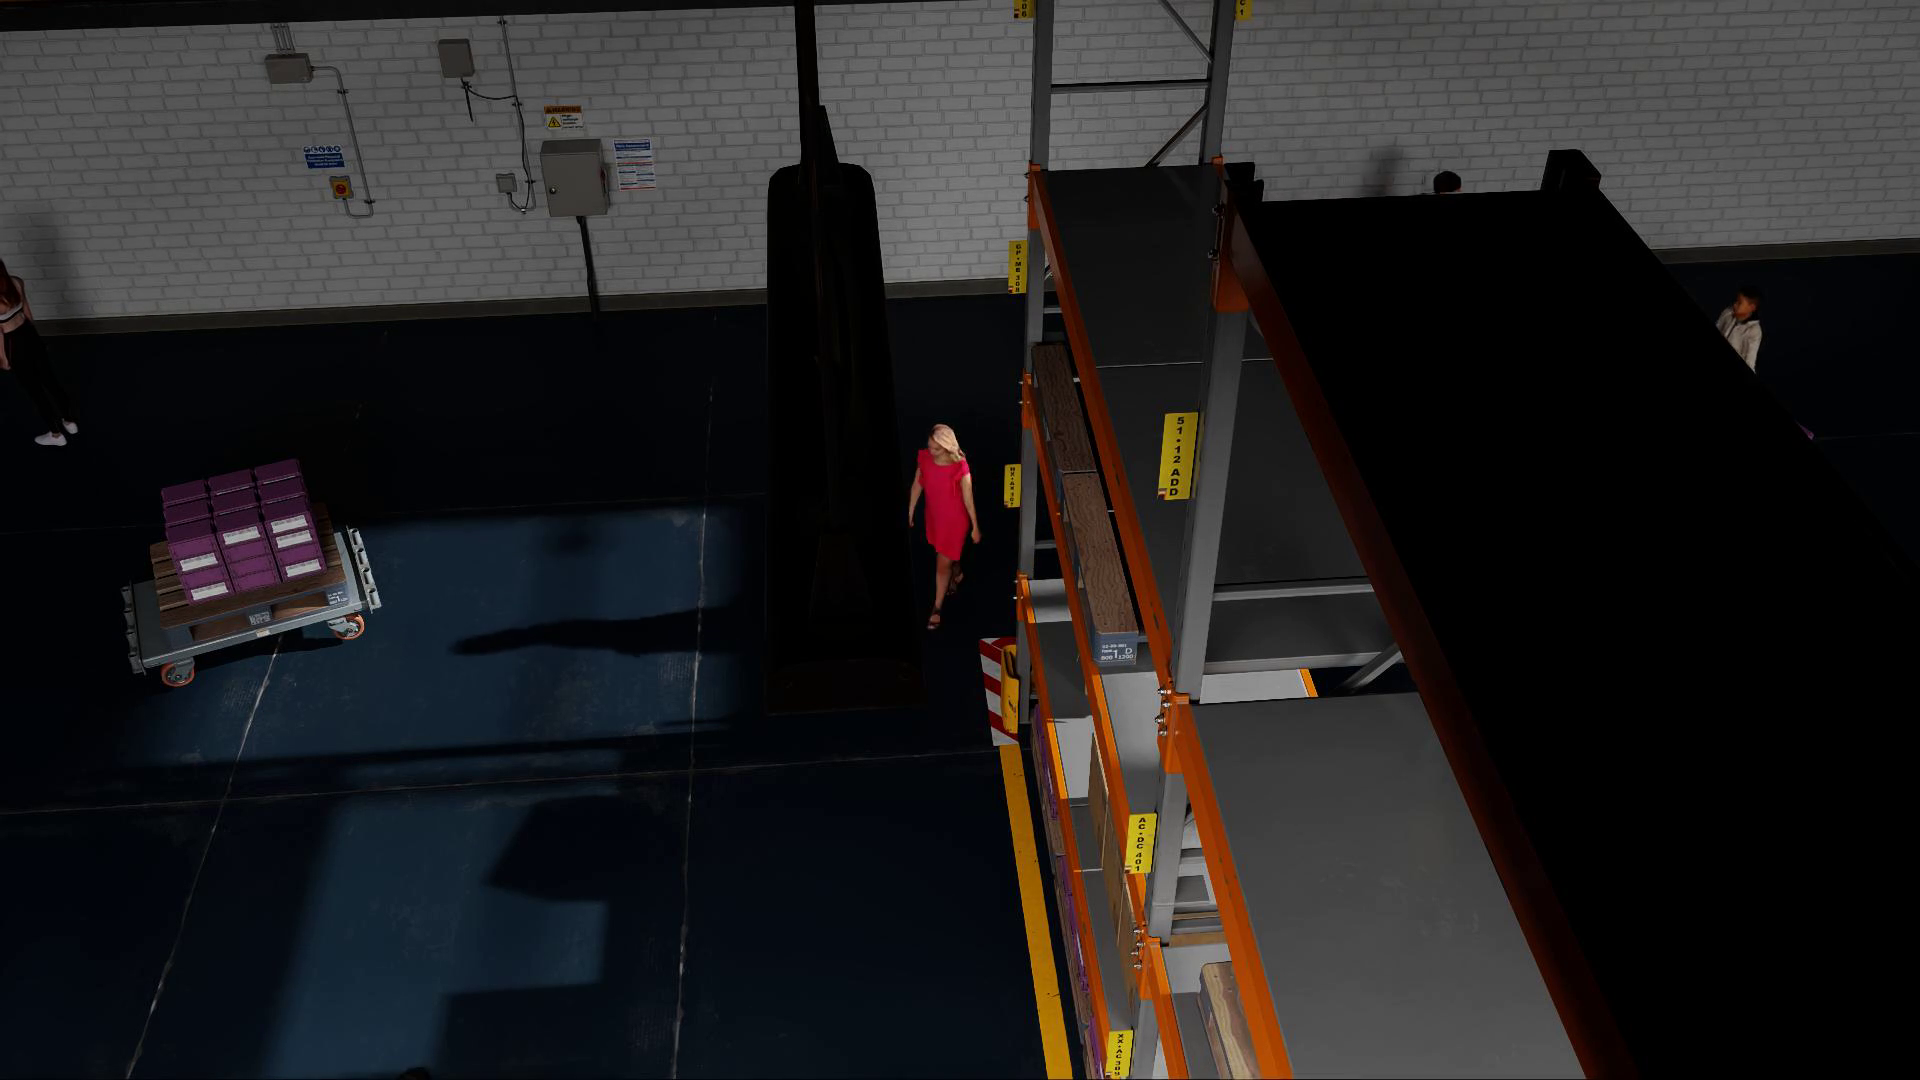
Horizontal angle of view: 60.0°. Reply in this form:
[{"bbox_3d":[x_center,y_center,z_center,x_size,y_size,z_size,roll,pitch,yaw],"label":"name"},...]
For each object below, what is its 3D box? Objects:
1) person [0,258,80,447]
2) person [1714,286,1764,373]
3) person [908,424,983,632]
[{"bbox_3d":[-7.531,-1.545,13.389,0.714,1.742,0.579,10,40,12],"label":"person"},{"bbox_3d":[6.300,-1.426,13.503,0.761,1.414,0.957,-10,40,-12],"label":"person"},{"bbox_3d":[-0.043,-0.188,11.732,0.931,1.689,0.997,26,46,29],"label":"person"}]
